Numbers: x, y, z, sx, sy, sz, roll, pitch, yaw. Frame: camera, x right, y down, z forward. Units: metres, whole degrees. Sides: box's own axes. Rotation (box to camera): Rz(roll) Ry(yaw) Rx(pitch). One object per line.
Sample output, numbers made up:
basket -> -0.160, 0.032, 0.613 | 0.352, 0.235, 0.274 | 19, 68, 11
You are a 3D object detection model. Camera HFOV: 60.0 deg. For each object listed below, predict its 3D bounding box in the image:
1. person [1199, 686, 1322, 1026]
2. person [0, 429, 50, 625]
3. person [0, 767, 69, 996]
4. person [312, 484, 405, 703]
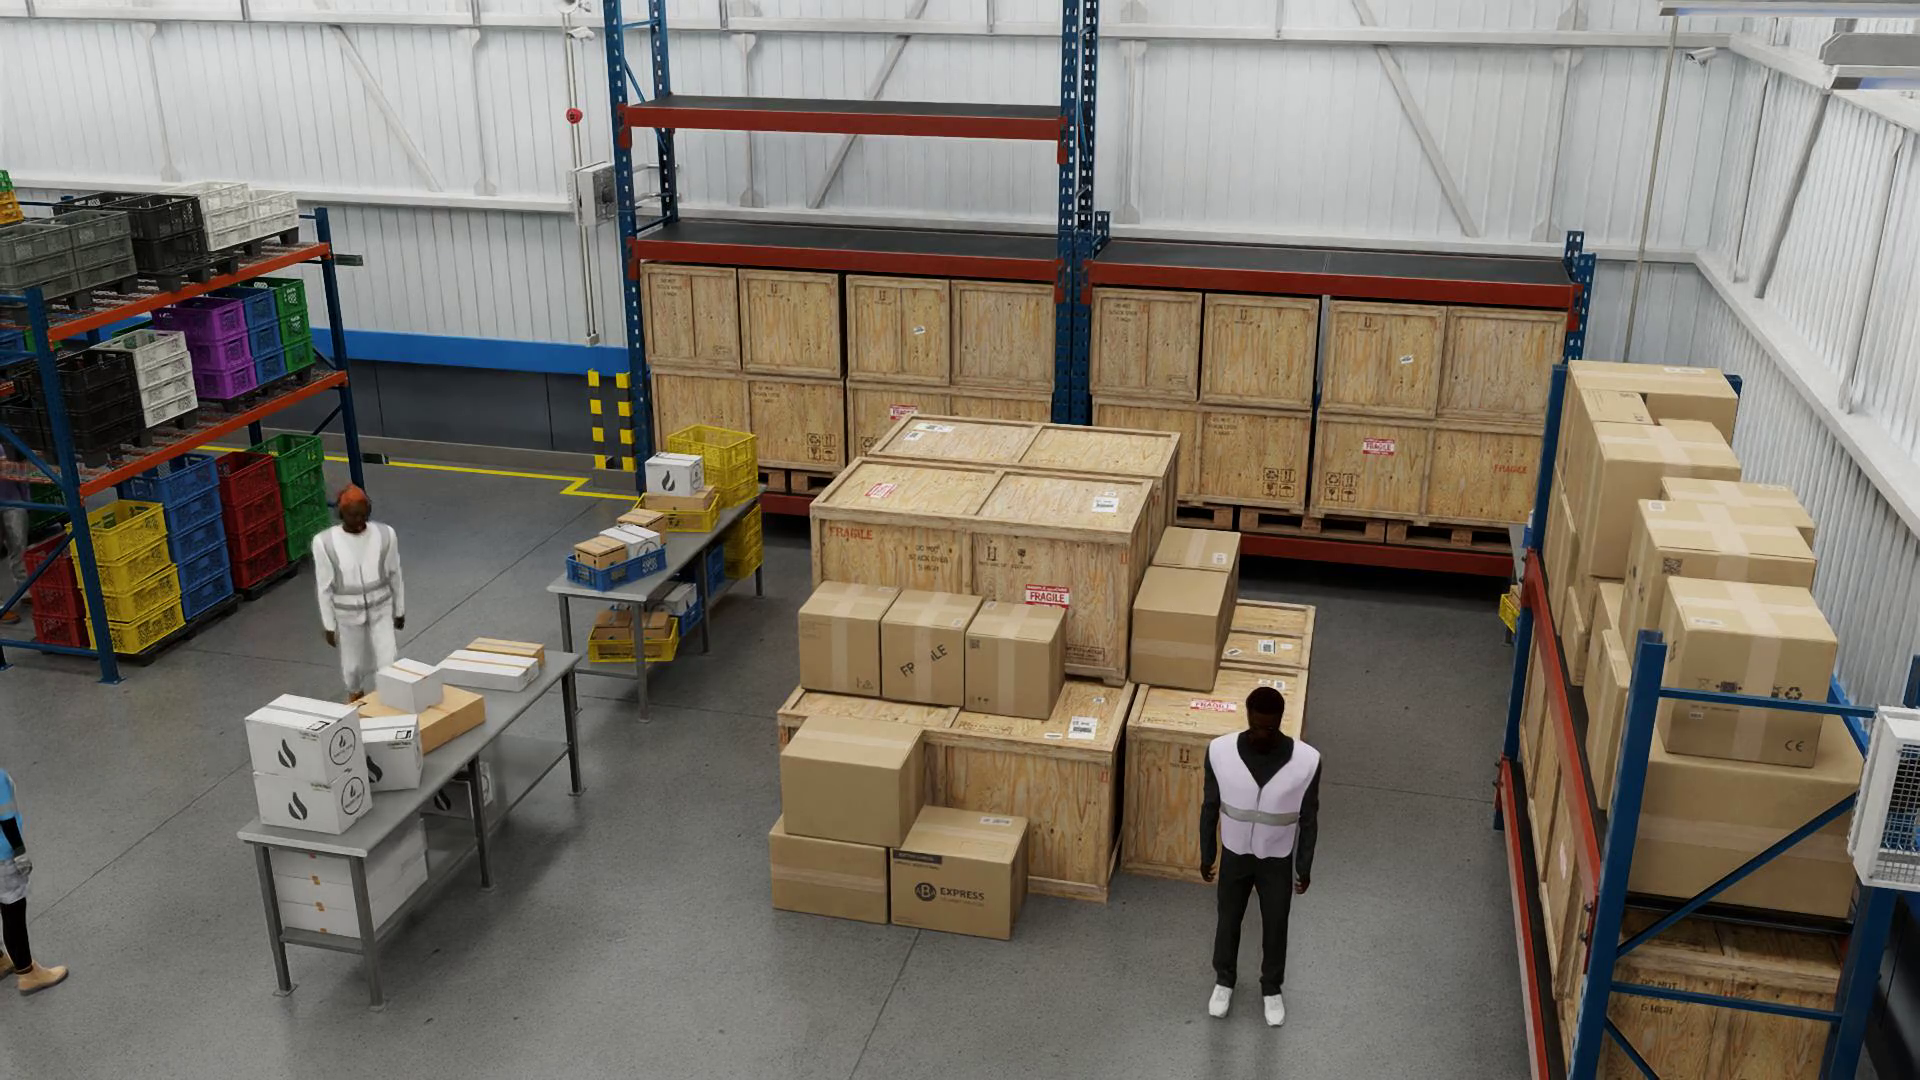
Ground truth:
person -> 1.523, 1.598, 8.555 | 0.592, 1.911, 0.385 | 4, 21, 11
person -> -7.796, -0.280, 13.431 | 0.370, 1.933, 0.634 | 9, 23, 23
person -> -5.118, 1.616, 8.795 | 0.541, 1.696, 0.316 | 10, 23, 25
person -> -4.133, 0.484, 11.522 | 0.582, 1.862, 0.746 | -11, 24, -27
